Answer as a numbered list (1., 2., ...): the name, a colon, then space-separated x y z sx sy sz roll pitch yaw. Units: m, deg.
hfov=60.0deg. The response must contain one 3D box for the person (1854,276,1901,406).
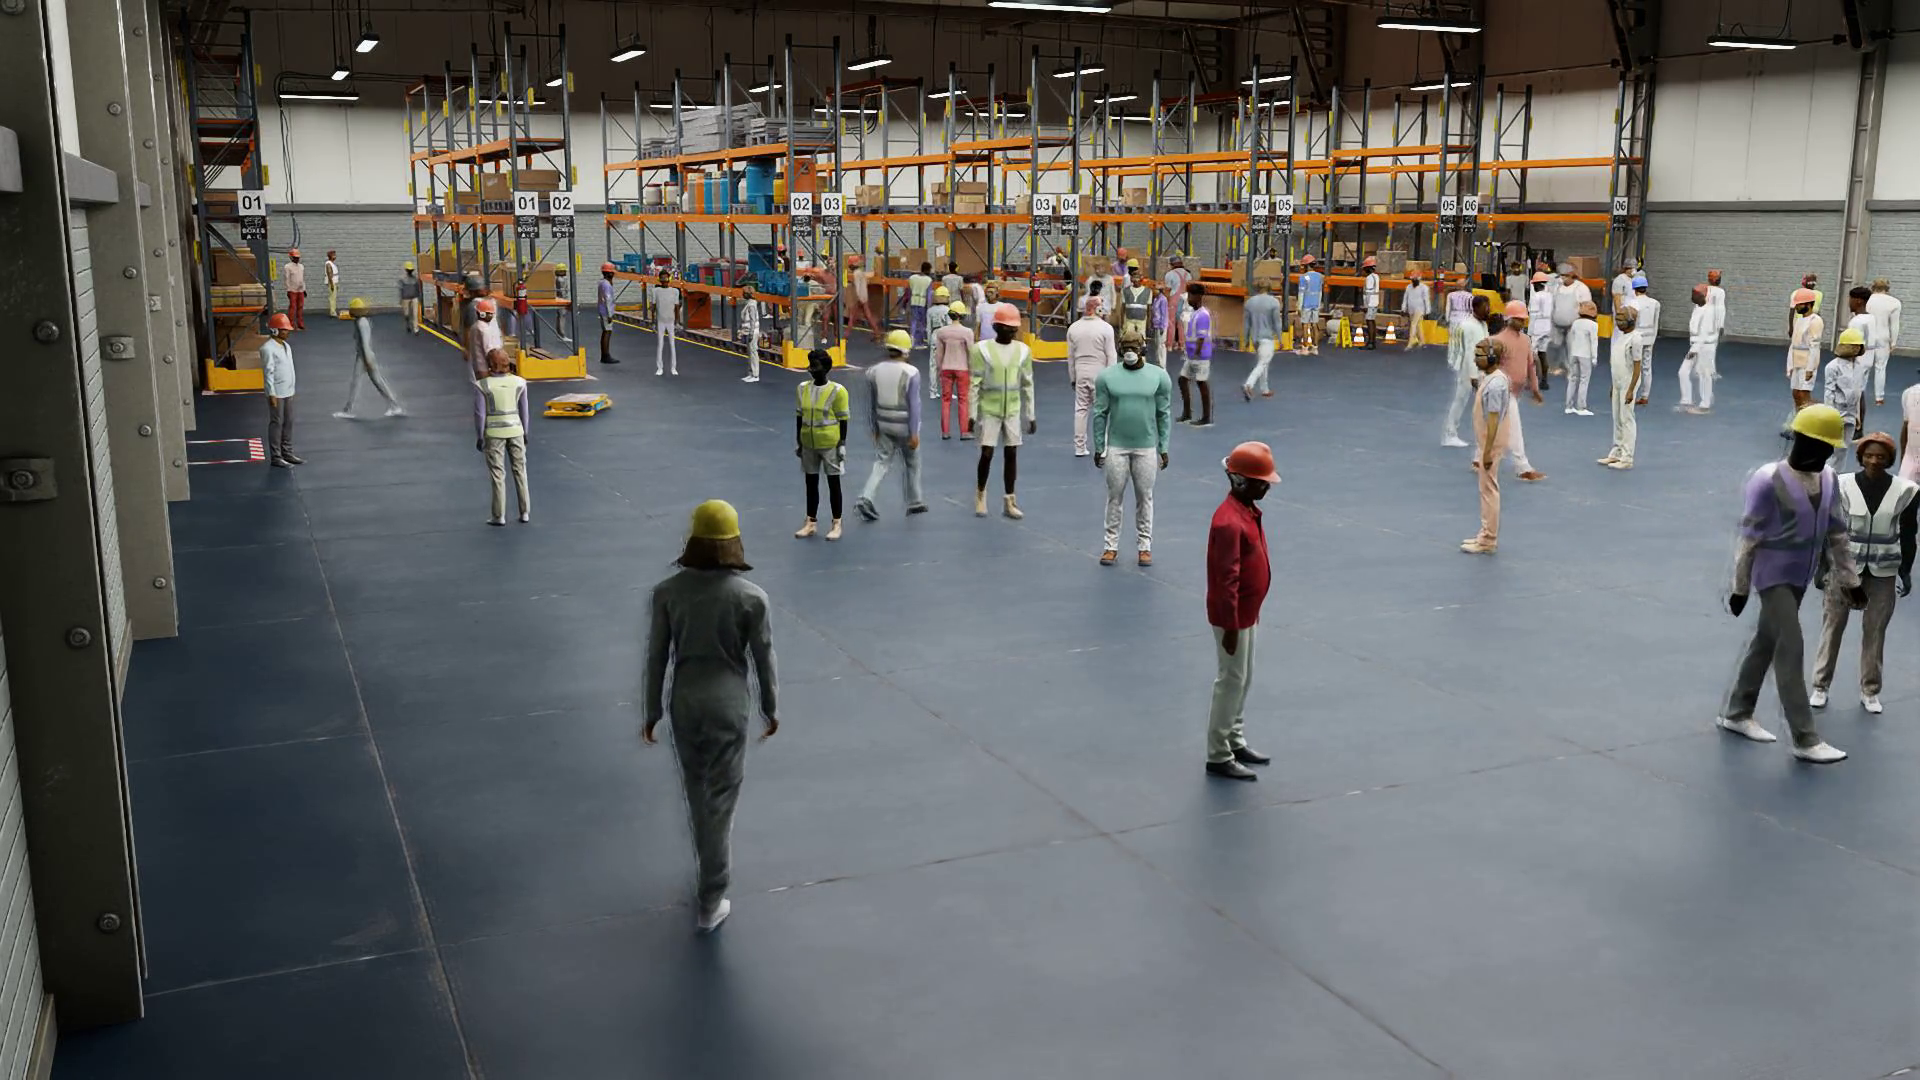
1. person: 13.730 -2.980 24.975 0.625 1.930 0.380 9 14 37

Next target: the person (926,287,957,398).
1. person: -0.287 -3.065 25.882 0.483 1.737 0.311 8 14 35

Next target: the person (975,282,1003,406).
1. person: 0.472 -2.919 24.867 0.506 1.846 0.345 2 11 10

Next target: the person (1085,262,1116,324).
1. person: 2.916 -4.884 34.786 0.648 1.874 0.834 -4 12 -21

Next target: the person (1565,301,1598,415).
1. person: 8.921 -2.597 23.798 0.289 1.626 0.498 -4 12 -20

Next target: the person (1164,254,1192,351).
1. person: 4.494 -4.965 34.763 0.685 2.000 0.535 -8 13 -34

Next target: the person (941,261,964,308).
1. person: -0.147 -4.980 35.279 0.534 1.869 0.311 4 12 18

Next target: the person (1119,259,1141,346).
1. person: 3.606 -5.003 35.299 0.423 1.913 0.603 3 11 13

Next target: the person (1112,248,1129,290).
1. person: 4.224 -6.465 42.546 0.674 2.032 0.709 4 12 19

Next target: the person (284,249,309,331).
1. person: -16.266 -6.127 40.785 0.396 1.992 0.617 5 12 23

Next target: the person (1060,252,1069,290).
1. person: 3.488 -8.838 55.616 0.681 1.592 0.468 -11 15 -43

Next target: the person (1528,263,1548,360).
1. person: 11.412 -4.508 32.841 0.357 1.885 0.573 10 15 41

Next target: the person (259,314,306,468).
1. person: -7.707 -1.699 18.929 0.347 1.744 0.568 1 11 6

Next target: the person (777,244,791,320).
1. person: -4.773 -6.933 44.755 0.378 2.045 0.605 6 12 27

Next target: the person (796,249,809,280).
1. person: -4.987 -8.268 52.301 0.577 1.745 0.351 -3 12 -16

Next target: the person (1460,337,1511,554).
1. person: 4.477 -0.798 14.111 0.348 1.839 0.504 3 12 15

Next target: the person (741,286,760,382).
1. person: -3.583 -3.522 28.454 0.308 1.640 0.511 -3 12 -15

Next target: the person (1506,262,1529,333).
1. person: 12.361 -5.251 36.829 0.553 1.814 0.944 3 12 16

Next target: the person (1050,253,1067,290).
1. person: 2.828 -7.272 47.194 0.546 1.751 0.437 -1 11 -3

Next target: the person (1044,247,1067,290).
1. person: 2.929 -8.056 51.037 0.687 1.830 1.010 1 11 3

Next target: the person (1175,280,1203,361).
1. person: 4.473 -4.227 32.151 0.505 1.597 0.868 -5 12 -25

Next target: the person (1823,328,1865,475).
1. person: 8.760 -1.222 16.499 0.484 1.744 0.296 -5 12 -25

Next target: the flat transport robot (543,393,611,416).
1. flat transport robot: -5.518 -1.963 24.017 0.652 0.197 1.431 0 11 0

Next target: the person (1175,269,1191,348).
1. person: 4.749 -4.931 35.502 0.319 1.686 0.539 -1 11 -8

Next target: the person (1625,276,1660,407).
1. person: 10.082 -2.939 24.728 0.602 1.938 0.401 -4 12 -18

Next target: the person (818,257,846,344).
1. person: -2.817 -5.277 36.688 0.642 1.909 0.399 -2 11 -11

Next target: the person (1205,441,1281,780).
1. person: 1.443 0.354 8.496 0.354 1.738 0.578 4 12 20

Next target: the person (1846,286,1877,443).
1. person: 11.275 -2.205 20.927 0.361 1.963 0.612 11 15 43

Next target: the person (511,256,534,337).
1. person: -10.292 -5.709 39.040 0.620 1.850 0.864 0 11 -1

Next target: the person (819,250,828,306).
1. person: -4.085 -7.842 50.107 0.327 1.761 0.522 -4 12 -18

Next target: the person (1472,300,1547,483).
1. person: 5.978 -1.625 18.051 0.608 1.945 1.030 -9 14 -38

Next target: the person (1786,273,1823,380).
1. person: 14.558 -3.675 28.705 0.572 1.843 0.373 -2 11 -10

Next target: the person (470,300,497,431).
1. person: -6.234 -2.285 21.901 0.348 1.740 0.567 -7 13 -32

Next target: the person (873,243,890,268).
1. person: -2.193 -7.477 47.622 0.693 2.004 0.484 -9 14 -38

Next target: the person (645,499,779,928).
1. person: -0.998 0.676 6.900 0.517 1.708 0.802 2 11 10

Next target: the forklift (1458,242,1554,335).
1. forklift: 13.047 -6.049 39.881 2.313 2.155 1.214 -5 12 -23
